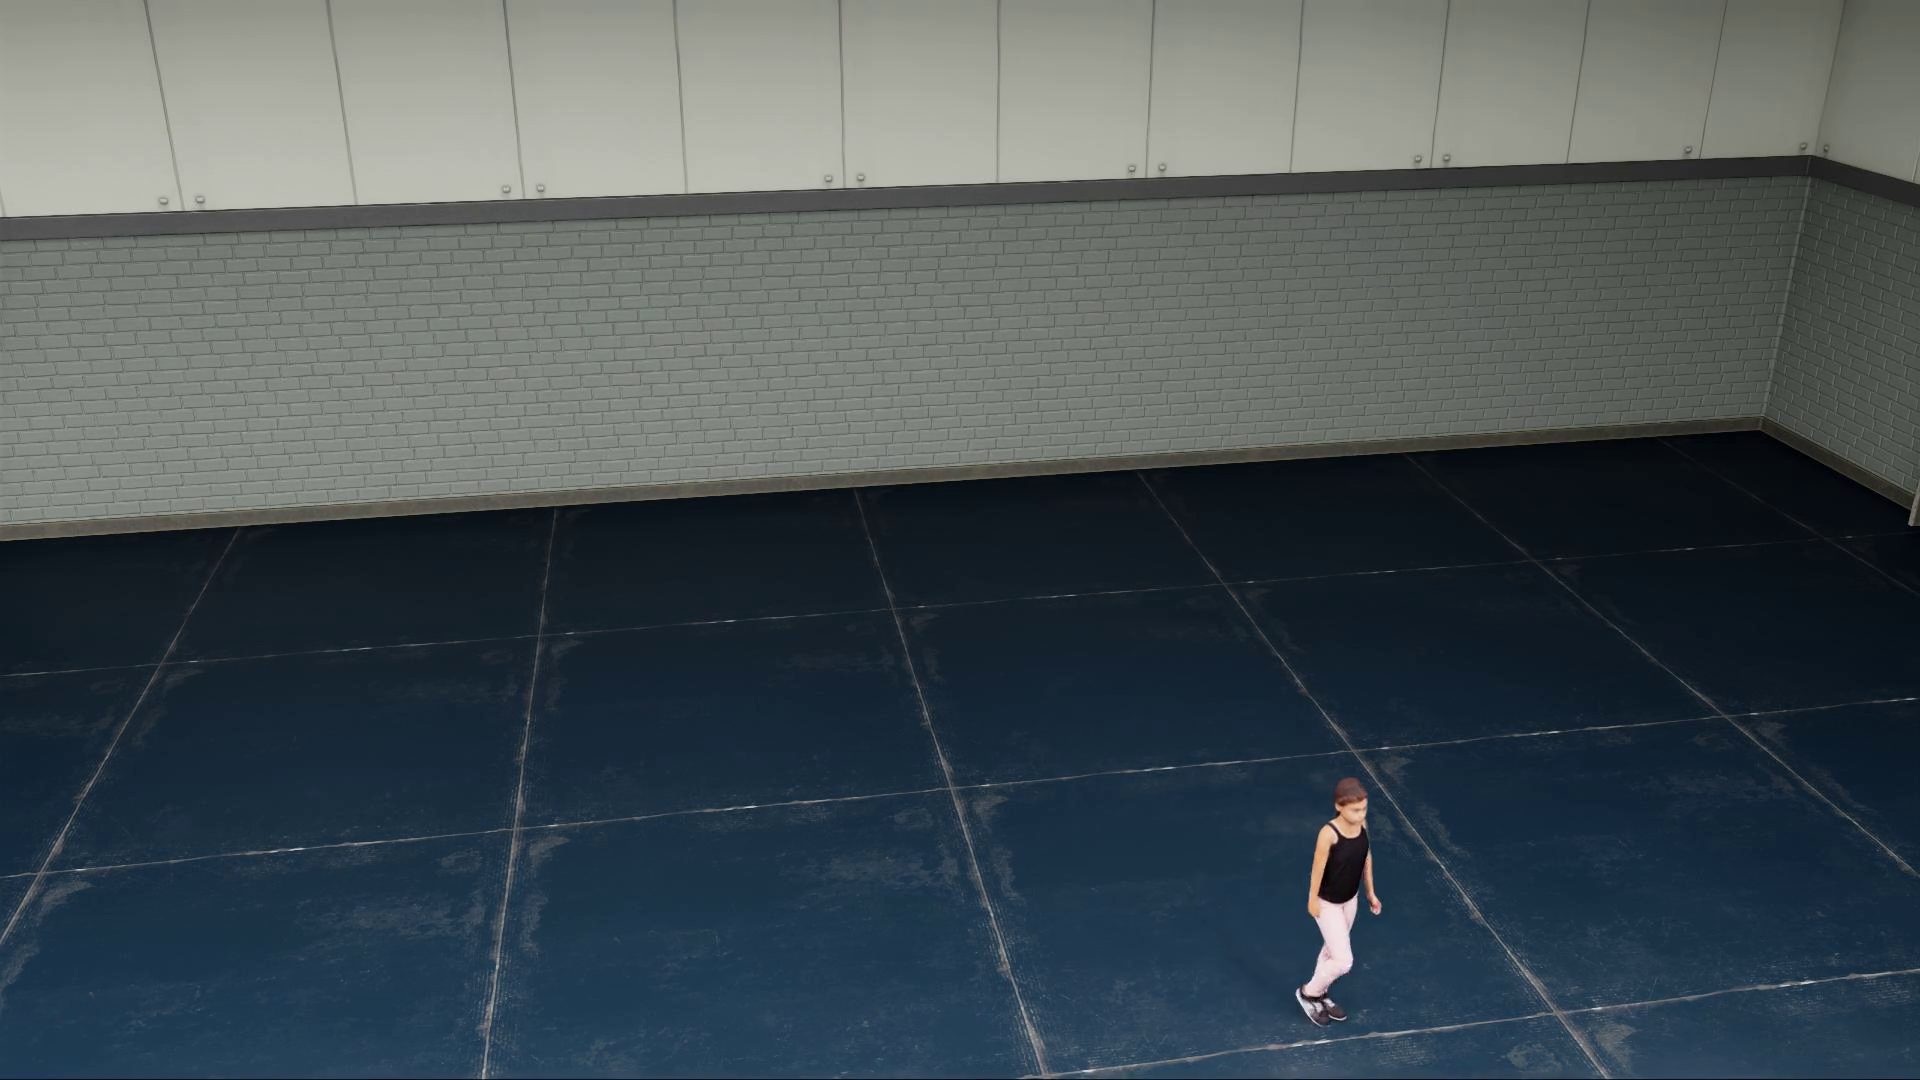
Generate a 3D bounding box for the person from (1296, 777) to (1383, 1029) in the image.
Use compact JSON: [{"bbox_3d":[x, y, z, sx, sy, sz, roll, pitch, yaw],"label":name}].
[{"bbox_3d":[2.044,1.967,9.254,0.623,1.552,0.683,-17,29,-35],"label":"person"}]
